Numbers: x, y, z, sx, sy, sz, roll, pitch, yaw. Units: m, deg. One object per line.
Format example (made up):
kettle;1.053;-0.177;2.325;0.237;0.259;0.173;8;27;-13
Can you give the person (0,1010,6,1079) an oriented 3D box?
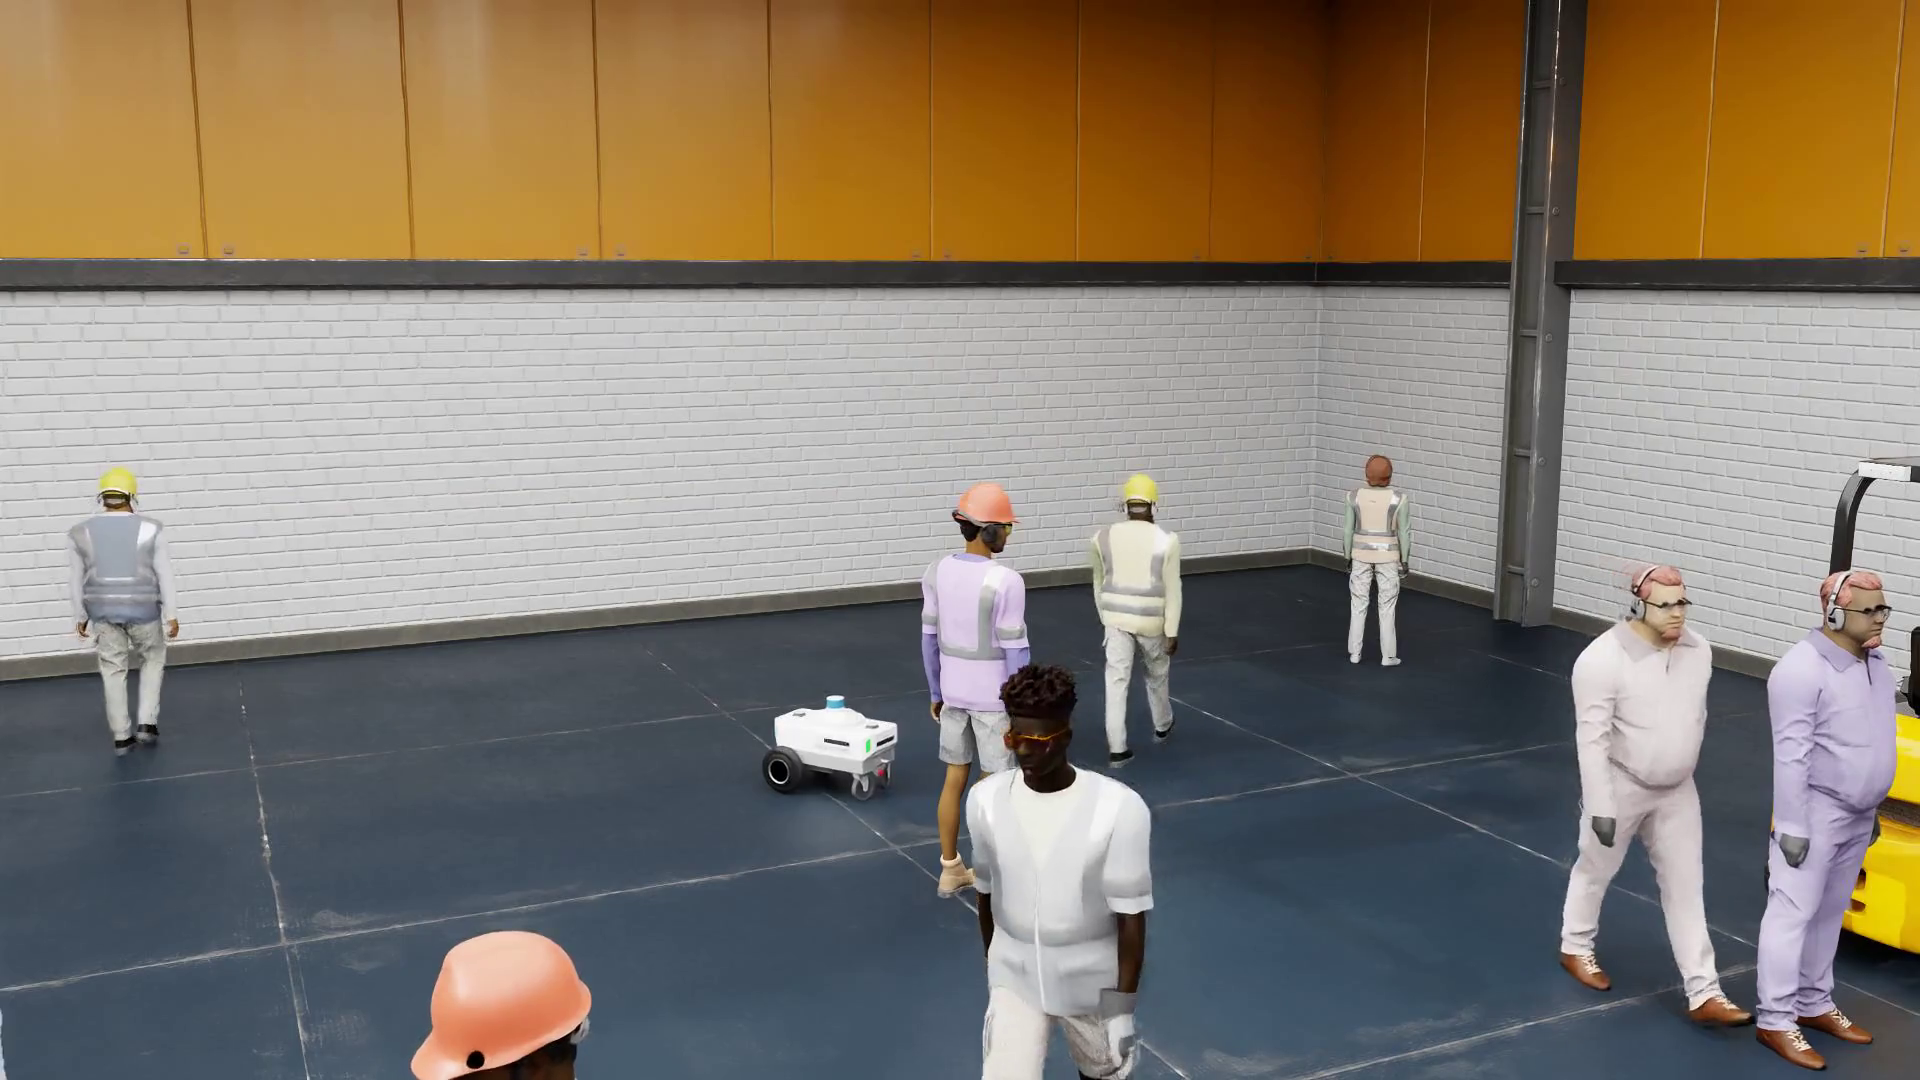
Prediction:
person;-3.478;1.226;5.420;0.870;1.902;0.601;1;9;3

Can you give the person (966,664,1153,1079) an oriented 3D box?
person;0.309;1.284;5.028;0.601;1.914;1.038;3;10;20

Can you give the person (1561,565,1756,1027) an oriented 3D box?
person;2.813;1.027;6.761;0.657;1.857;0.945;-2;9;-12

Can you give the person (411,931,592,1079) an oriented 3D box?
person;-0.734;1.606;2.961;0.385;1.927;0.545;-7;12;-38

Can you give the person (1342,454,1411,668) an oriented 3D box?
person;3.198;0.162;12.785;0.523;1.645;0.306;4;10;26

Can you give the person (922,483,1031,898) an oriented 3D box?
person;0.106;0.740;7.974;0.616;2.040;0.381;8;12;41

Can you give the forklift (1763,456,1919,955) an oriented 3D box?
forklift;4.857;0.731;7.561;2.313;2.155;1.214;-4;10;-25

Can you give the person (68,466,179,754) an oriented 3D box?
person;-5.278;0.438;10.535;0.632;1.813;0.478;-2;9;-15

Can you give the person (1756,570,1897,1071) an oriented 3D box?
person;3.378;1.057;6.428;0.641;1.910;0.401;-6;11;-33

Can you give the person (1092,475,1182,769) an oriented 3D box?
person;1.120;0.482;10.411;0.597;1.770;0.940;3;10;20

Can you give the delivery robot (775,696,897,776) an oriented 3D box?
delivery robot;-0.724;1.154;9.714;0.707;0.478;0.477;5;11;30
